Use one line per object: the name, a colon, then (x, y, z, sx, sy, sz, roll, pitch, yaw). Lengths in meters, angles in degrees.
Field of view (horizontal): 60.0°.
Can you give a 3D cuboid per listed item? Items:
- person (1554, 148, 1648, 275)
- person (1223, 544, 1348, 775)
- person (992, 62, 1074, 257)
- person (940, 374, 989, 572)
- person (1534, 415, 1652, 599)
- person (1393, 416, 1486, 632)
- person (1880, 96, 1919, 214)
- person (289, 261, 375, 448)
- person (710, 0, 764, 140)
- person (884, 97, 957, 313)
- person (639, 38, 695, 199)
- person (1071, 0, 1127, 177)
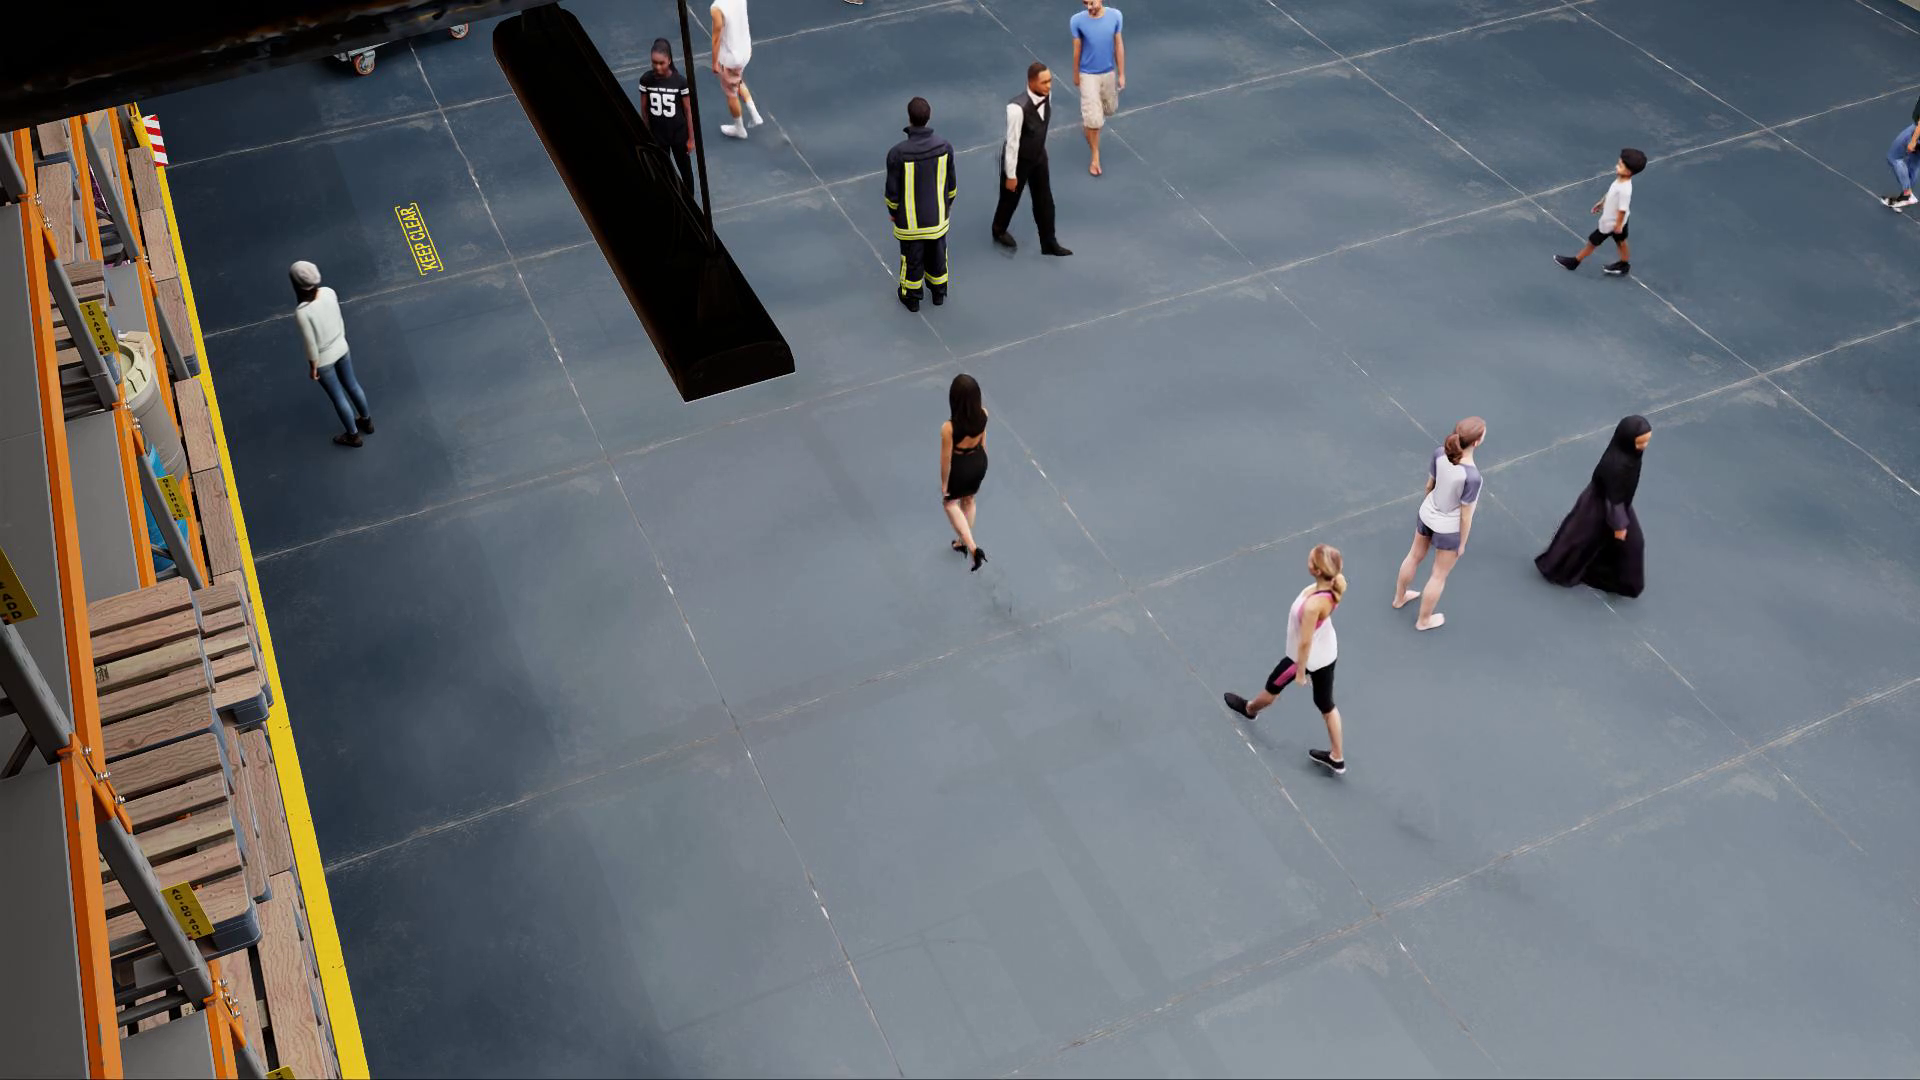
person: (5.728, -2.801, 14.373, 0.898, 1.223, 0.871, 11, 45, 12)
person: (2.241, 0.766, 10.257, 1.249, 1.735, 0.958, 31, 52, 29)
person: (0.519, -3.347, 14.476, 1.193, 1.871, 0.950, 33, 53, 30)
person: (0.078, -0.417, 11.572, 0.610, 1.634, 0.769, -24, 48, -23)
person: (4.352, -0.273, 11.442, 1.083, 1.605, 0.895, 28, 50, 27)
person: (3.234, -0.118, 11.165, 0.645, 1.763, 0.507, -23, 48, -22)
person: (8.768, -3.646, 14.982, 0.615, 1.607, 0.639, -22, 48, -21)
person: (-4.792, -1.420, 12.618, 0.688, 1.644, 0.636, 16, 46, 16)
person: (-2.113, -4.638, 15.899, 0.887, 1.777, 0.830, 23, 48, 23)
person: (-0.327, -2.783, 13.844, 0.800, 1.927, 0.664, -15, 46, -15)
person: (-2.596, -3.629, 14.871, 0.707, 1.734, 0.728, 3, 44, 3)
person: (1.273, -4.428, 15.643, 0.860, 1.826, 1.179, -11, 45, -11)
